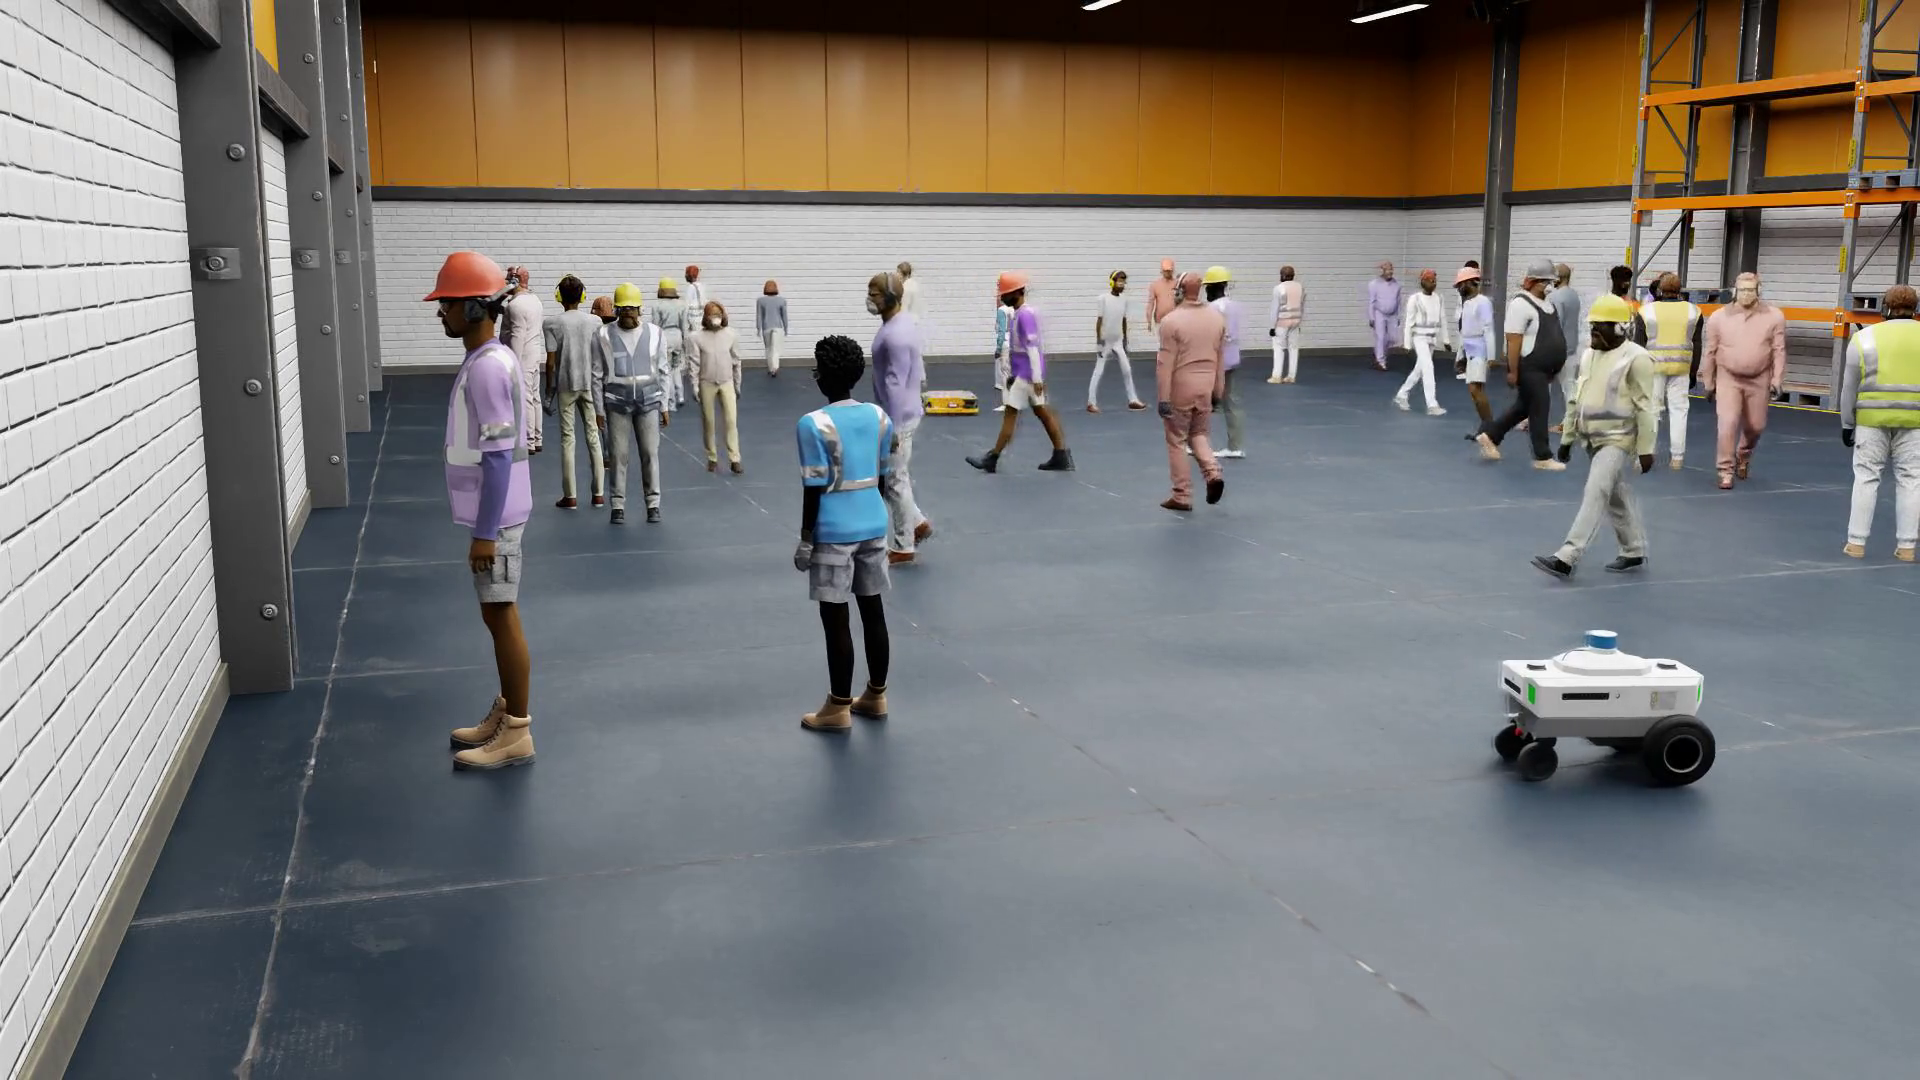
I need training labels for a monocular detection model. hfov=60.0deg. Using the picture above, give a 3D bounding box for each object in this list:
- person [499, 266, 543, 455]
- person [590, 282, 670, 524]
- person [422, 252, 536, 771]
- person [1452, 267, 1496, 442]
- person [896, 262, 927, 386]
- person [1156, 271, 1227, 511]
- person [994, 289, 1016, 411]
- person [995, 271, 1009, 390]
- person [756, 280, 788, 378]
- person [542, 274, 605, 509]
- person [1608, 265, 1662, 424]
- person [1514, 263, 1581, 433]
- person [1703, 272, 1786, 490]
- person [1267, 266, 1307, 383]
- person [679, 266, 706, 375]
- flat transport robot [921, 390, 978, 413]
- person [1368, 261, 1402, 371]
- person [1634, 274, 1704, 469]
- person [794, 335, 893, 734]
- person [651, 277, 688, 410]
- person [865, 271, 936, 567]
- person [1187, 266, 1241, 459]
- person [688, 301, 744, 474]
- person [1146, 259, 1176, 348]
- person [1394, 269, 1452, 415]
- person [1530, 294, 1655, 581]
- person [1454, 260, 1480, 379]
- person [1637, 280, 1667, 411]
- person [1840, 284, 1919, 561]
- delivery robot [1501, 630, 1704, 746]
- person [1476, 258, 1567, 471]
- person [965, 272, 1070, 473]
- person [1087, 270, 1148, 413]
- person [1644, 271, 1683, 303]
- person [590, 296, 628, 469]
[{"bbox_3d":[-4.454,-1.812,16.865,0.410,1.908,0.642,1,10,3],"label":"person"},{"bbox_3d":[-2.483,-1.026,12.569,0.586,1.824,0.404,-3,10,-16],"label":"person"},{"bbox_3d":[-1.897,-0.111,6.618,0.378,2.044,0.607,-3,10,-17],"label":"person"},{"bbox_3d":[5.596,-2.013,18.075,0.511,1.887,0.596,-1,10,-5],"label":"person"},{"bbox_3d":[-0.880,-3.319,25.631,0.733,1.923,0.646,1,10,7],"label":"person"},{"bbox_3d":[1.813,-1.168,13.150,0.657,1.898,0.487,-6,11,-30],"label":"person"},{"bbox_3d":[0.628,-2.473,21.464,0.310,1.640,0.514,6,12,32],"label":"person"},{"bbox_3d":[0.681,-3.116,24.817,0.310,1.768,0.533,-1,10,-7],"label":"person"},{"bbox_3d":[-3.097,-3.474,27.381,0.506,1.599,0.846,0,10,-3],"label":"person"},{"bbox_3d":[-3.086,-1.181,13.310,0.520,1.873,0.328,-5,11,-28],"label":"person"},{"bbox_3d":[7.548,-2.199,19.146,1.005,1.895,0.591,8,13,38],"label":"person"},{"bbox_3d":[6.691,-2.167,18.889,0.836,1.911,0.660,9,13,43],"label":"person"},{"bbox_3d":[6.864,-1.406,14.599,0.655,1.881,0.777,3,10,16],"label":"person"},{"bbox_3d":[5.133,-3.384,26.156,0.633,1.843,0.429,-5,11,-25],"label":"person"},{"bbox_3d":[-4.385,-3.626,27.590,0.970,1.840,0.576,1,10,6],"label":"person"},{"bbox_3d":[-0.155,-1.789,21.461,0.652,0.197,1.431,-1,10,-5],"label":"flat transport robot"},{"bbox_3d":[7.375,-3.881,28.875,0.654,1.891,0.456,-2,10,-12],"label":"person"},{"bbox_3d":[6.669,-1.587,15.747,0.621,1.845,0.429,2,10,10],"label":"person"},{"bbox_3d":[-0.498,-0.023,7.107,0.322,1.697,0.532,8,13,39],"label":"person"},{"bbox_3d":[-3.800,-2.543,21.617,0.493,1.732,0.423,-9,13,-42],"label":"person"},{"bbox_3d":[-0.456,-0.771,10.776,0.433,1.924,0.646,-1,10,-4],"label":"person"},{"bbox_3d":[2.493,-1.763,16.575,0.787,1.895,0.625,6,12,32],"label":"person"},{"bbox_3d":[-2.234,-1.390,15.320,0.507,1.599,0.810,-3,10,-18],"label":"person"},{"bbox_3d":[3.332,-3.556,26.863,0.643,1.932,1.039,1,10,6],"label":"person"},{"bbox_3d":[5.919,-2.544,21.321,0.585,1.843,0.966,-6,12,-33],"label":"person"},{"bbox_3d":[4.010,-0.640,10.435,0.943,1.777,0.620,-2,10,-14],"label":"person"},{"bbox_3d":[8.251,-3.577,27.044,0.391,1.920,0.593,4,11,24],"label":"person"},{"bbox_3d":[8.972,-2.506,21.483,0.541,1.696,0.315,-3,10,-17],"label":"person"},{"bbox_3d":[6.207,-0.775,11.085,0.624,1.837,0.429,4,11,24],"label":"person"},{"bbox_3d":[2.514,0.599,6.540,0.707,0.478,0.477,0,10,-1],"label":"delivery robot"},{"bbox_3d":[5.384,-1.708,15.873,0.935,2.000,0.714,9,13,41],"label":"person"},{"bbox_3d":[0.566,-1.547,15.450,1.024,1.864,0.628,0,10,-2],"label":"person"},{"bbox_3d":[1.998,-2.542,21.325,0.671,1.837,0.470,-6,12,-32],"label":"person"},{"bbox_3d":[9.655,-2.799,22.912,0.592,1.790,0.989,-1,10,-6],"label":"person"},{"bbox_3d":[-3.340,-1.485,15.757,0.279,1.633,0.505,5,11,26],"label":"person"}]
